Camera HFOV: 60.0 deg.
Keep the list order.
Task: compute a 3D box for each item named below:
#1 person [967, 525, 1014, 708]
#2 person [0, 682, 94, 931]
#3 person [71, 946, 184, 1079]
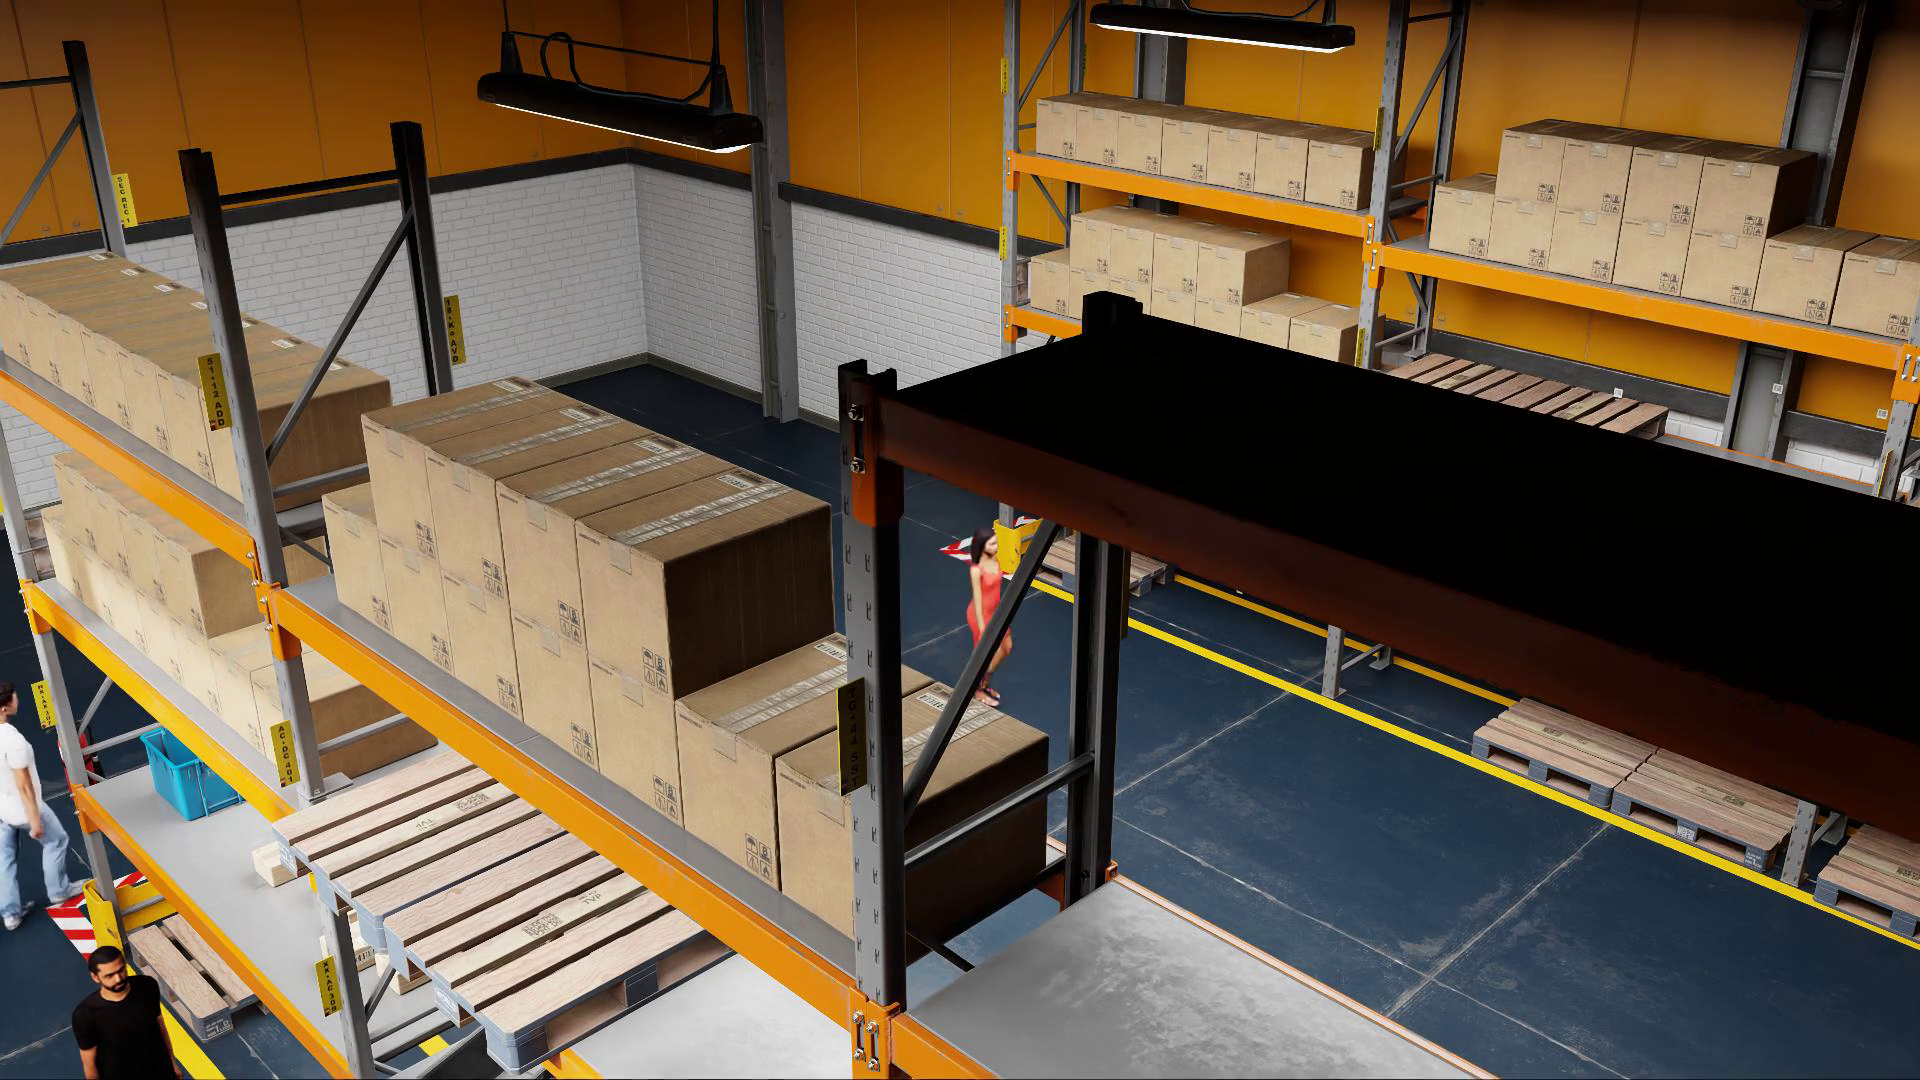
[{"bbox_3d":[0.148,0.662,14.406,0.692,1.706,0.688,10,26,22],"label":"person"},{"bbox_3d":[-6.564,1.881,11.464,0.965,1.830,1.015,8,25,17],"label":"person"},{"bbox_3d":[-4.513,2.957,9.093,0.627,1.758,0.669,15,28,31],"label":"person"}]
